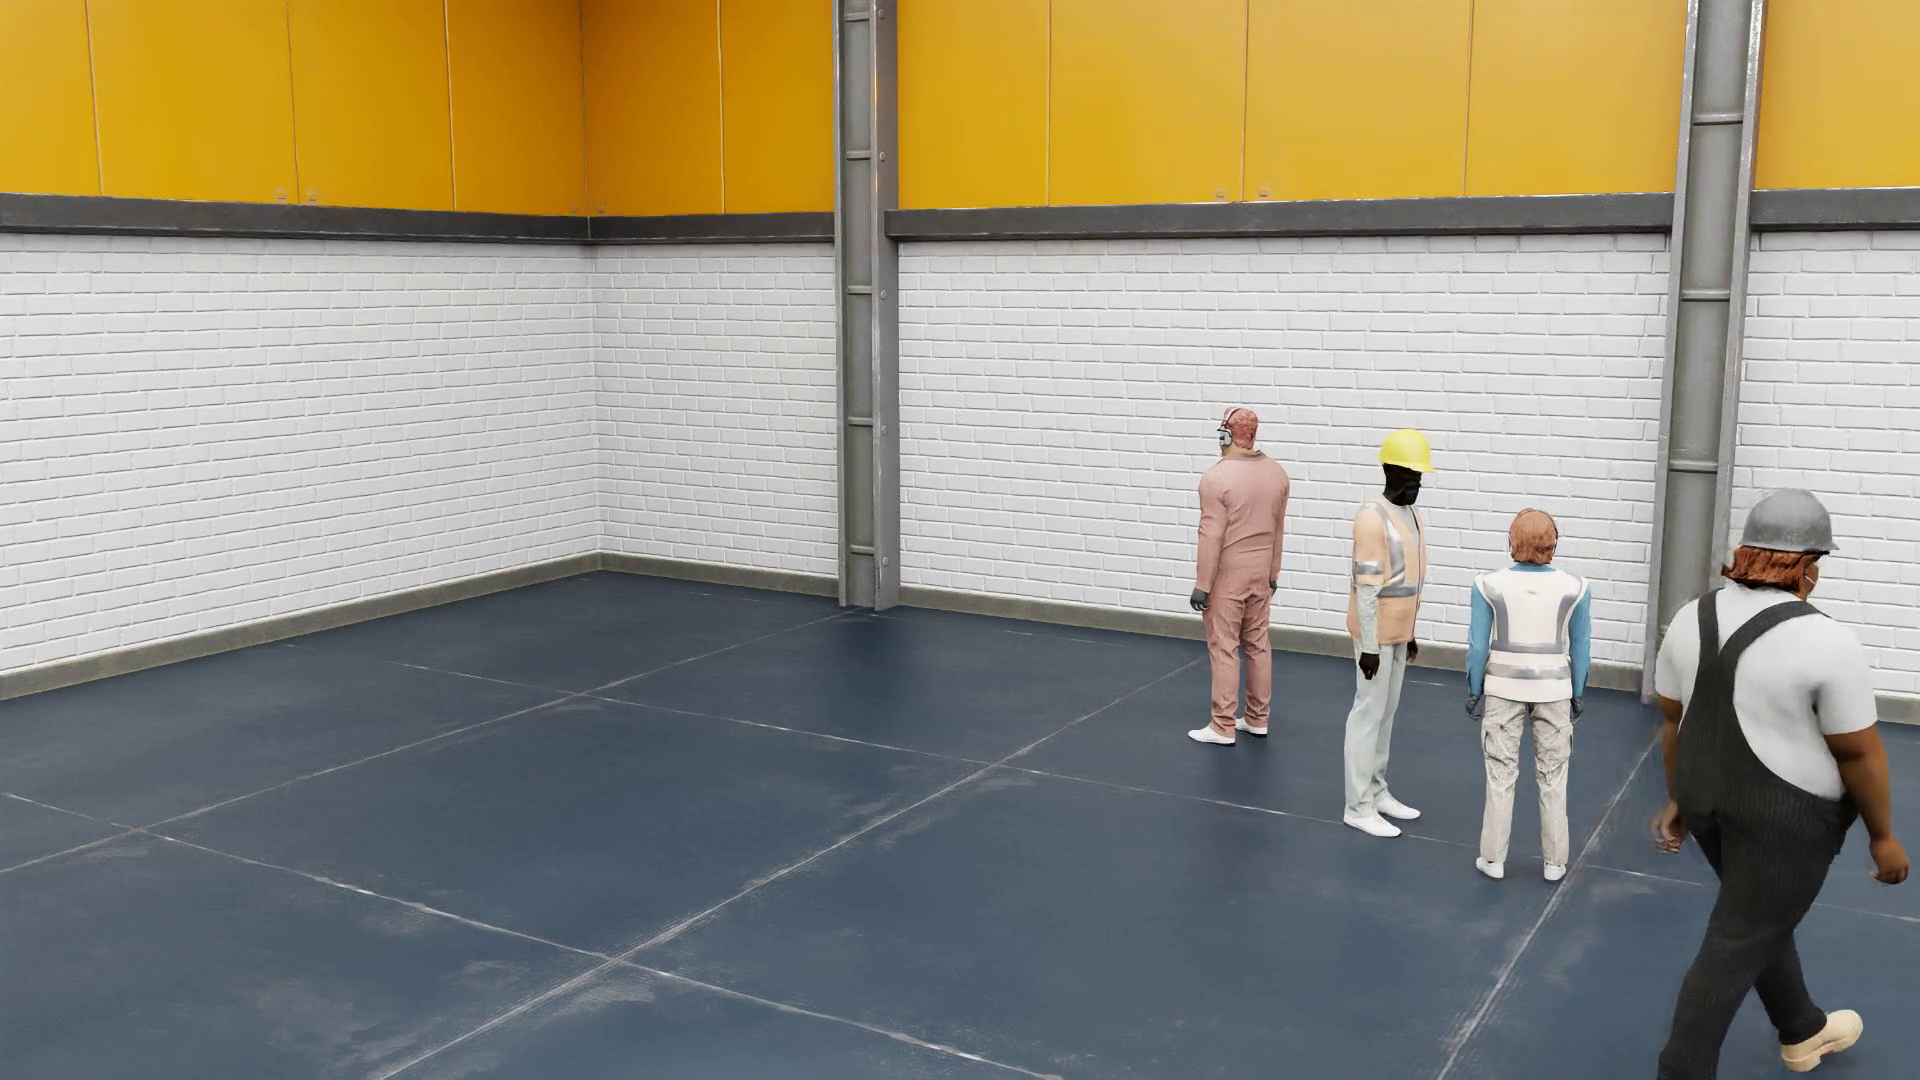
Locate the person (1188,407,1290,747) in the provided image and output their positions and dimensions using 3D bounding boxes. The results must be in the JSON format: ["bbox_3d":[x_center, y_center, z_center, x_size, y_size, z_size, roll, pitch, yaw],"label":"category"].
[{"bbox_3d":[1.540,0.203,9.372,0.655,1.906,0.407,-7,11,-37],"label":"person"}]

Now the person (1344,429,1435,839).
[{"bbox_3d":[2.046,0.428,7.915,0.384,1.924,0.589,6,11,33],"label":"person"}]

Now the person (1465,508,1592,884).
[{"bbox_3d":[2.454,0.681,7.215,0.515,1.641,0.314,2,9,13],"label":"person"}]

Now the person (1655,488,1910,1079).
[{"bbox_3d":[2.570,0.802,5.216,1.011,2.000,0.694,-3,10,-17],"label":"person"}]
